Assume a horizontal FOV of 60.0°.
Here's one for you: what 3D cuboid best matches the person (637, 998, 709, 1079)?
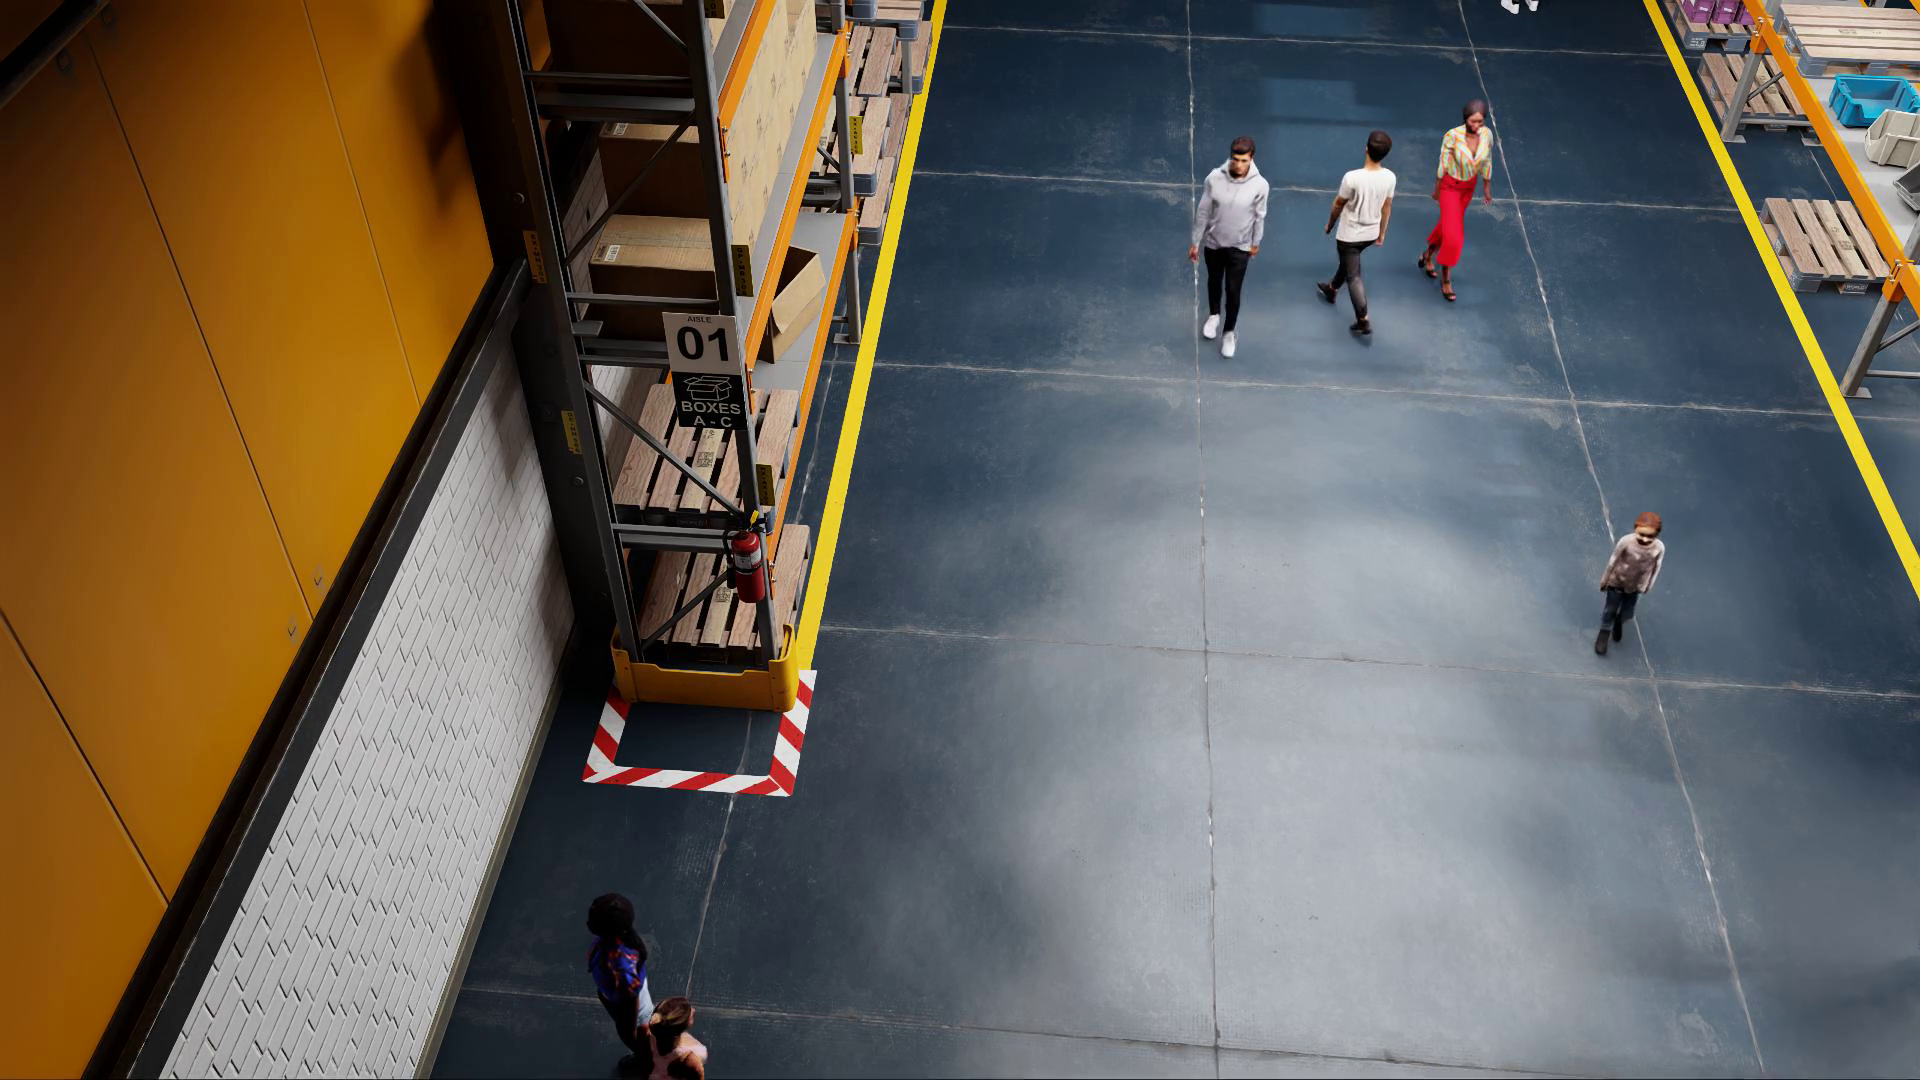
[{"bbox_3d":[-1.445,2.788,8.104,0.991,1.619,1.121,31,52,29],"label":"person"}]

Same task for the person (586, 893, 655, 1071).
[{"bbox_3d":[-1.686,2.343,8.482,0.727,1.743,0.597,-14,45,-15],"label":"person"}]

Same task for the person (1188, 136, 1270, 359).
[{"bbox_3d":[2.167,-2.467,13.412,0.799,1.906,0.868,14,45,14],"label":"person"}]

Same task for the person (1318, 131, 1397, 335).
[{"bbox_3d":[3.280,-2.469,13.577,0.944,1.681,1.188,-16,46,-16],"label":"person"}]

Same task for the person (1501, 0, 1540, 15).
[{"bbox_3d":[6.190,-6.510,17.760,0.708,1.762,0.657,-8,44,-9],"label":"person"}]

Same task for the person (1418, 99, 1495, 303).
[{"bbox_3d":[4.135,-2.950,14.024,0.804,1.762,0.968,-15,46,-15],"label":"person"}]

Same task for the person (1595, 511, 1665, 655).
[{"bbox_3d":[4.453,0.243,11.088,0.553,1.188,0.608,14,45,14],"label":"person"}]
